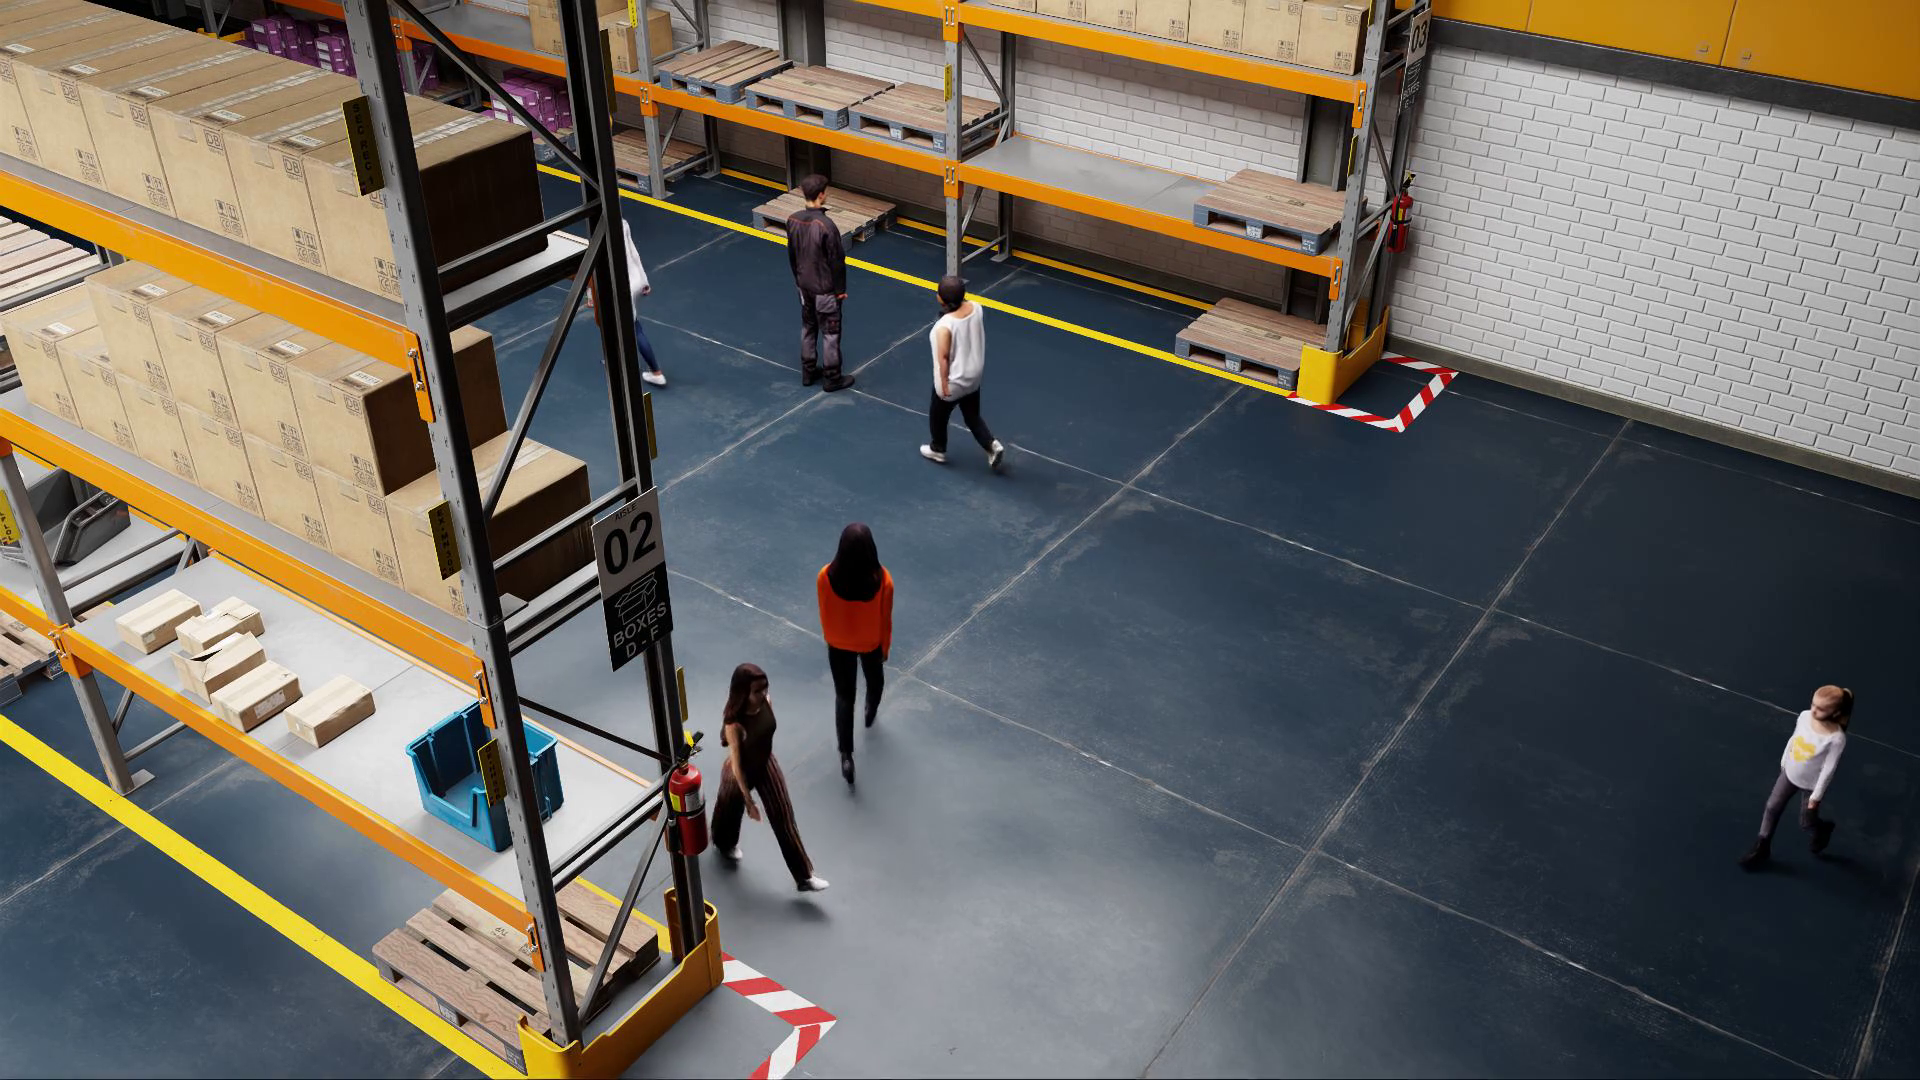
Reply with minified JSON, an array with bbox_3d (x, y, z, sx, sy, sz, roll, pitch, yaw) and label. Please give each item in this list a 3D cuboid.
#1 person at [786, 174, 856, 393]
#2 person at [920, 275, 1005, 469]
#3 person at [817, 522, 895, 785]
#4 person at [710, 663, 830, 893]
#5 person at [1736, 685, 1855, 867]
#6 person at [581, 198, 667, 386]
[{"bbox_3d":[-1.218,-2.208,14.289,0.508,1.945,0.748,21,39,28],"label":"person"},{"bbox_3d":[0.016,-1.306,13.188,1.027,1.662,0.756,28,42,35],"label":"person"},{"bbox_3d":[-0.645,0.695,10.133,1.119,1.711,1.102,-2,34,-2],"label":"person"},{"bbox_3d":[-1.245,1.303,9.402,1.129,1.508,0.623,26,42,33],"label":"person"},{"bbox_3d":[4.891,1.359,9.535,0.787,1.266,0.829,-14,36,-20],"label":"person"},{"bbox_3d":[-2.830,-2.126,14.361,0.921,1.728,0.657,24,40,31],"label":"person"}]
